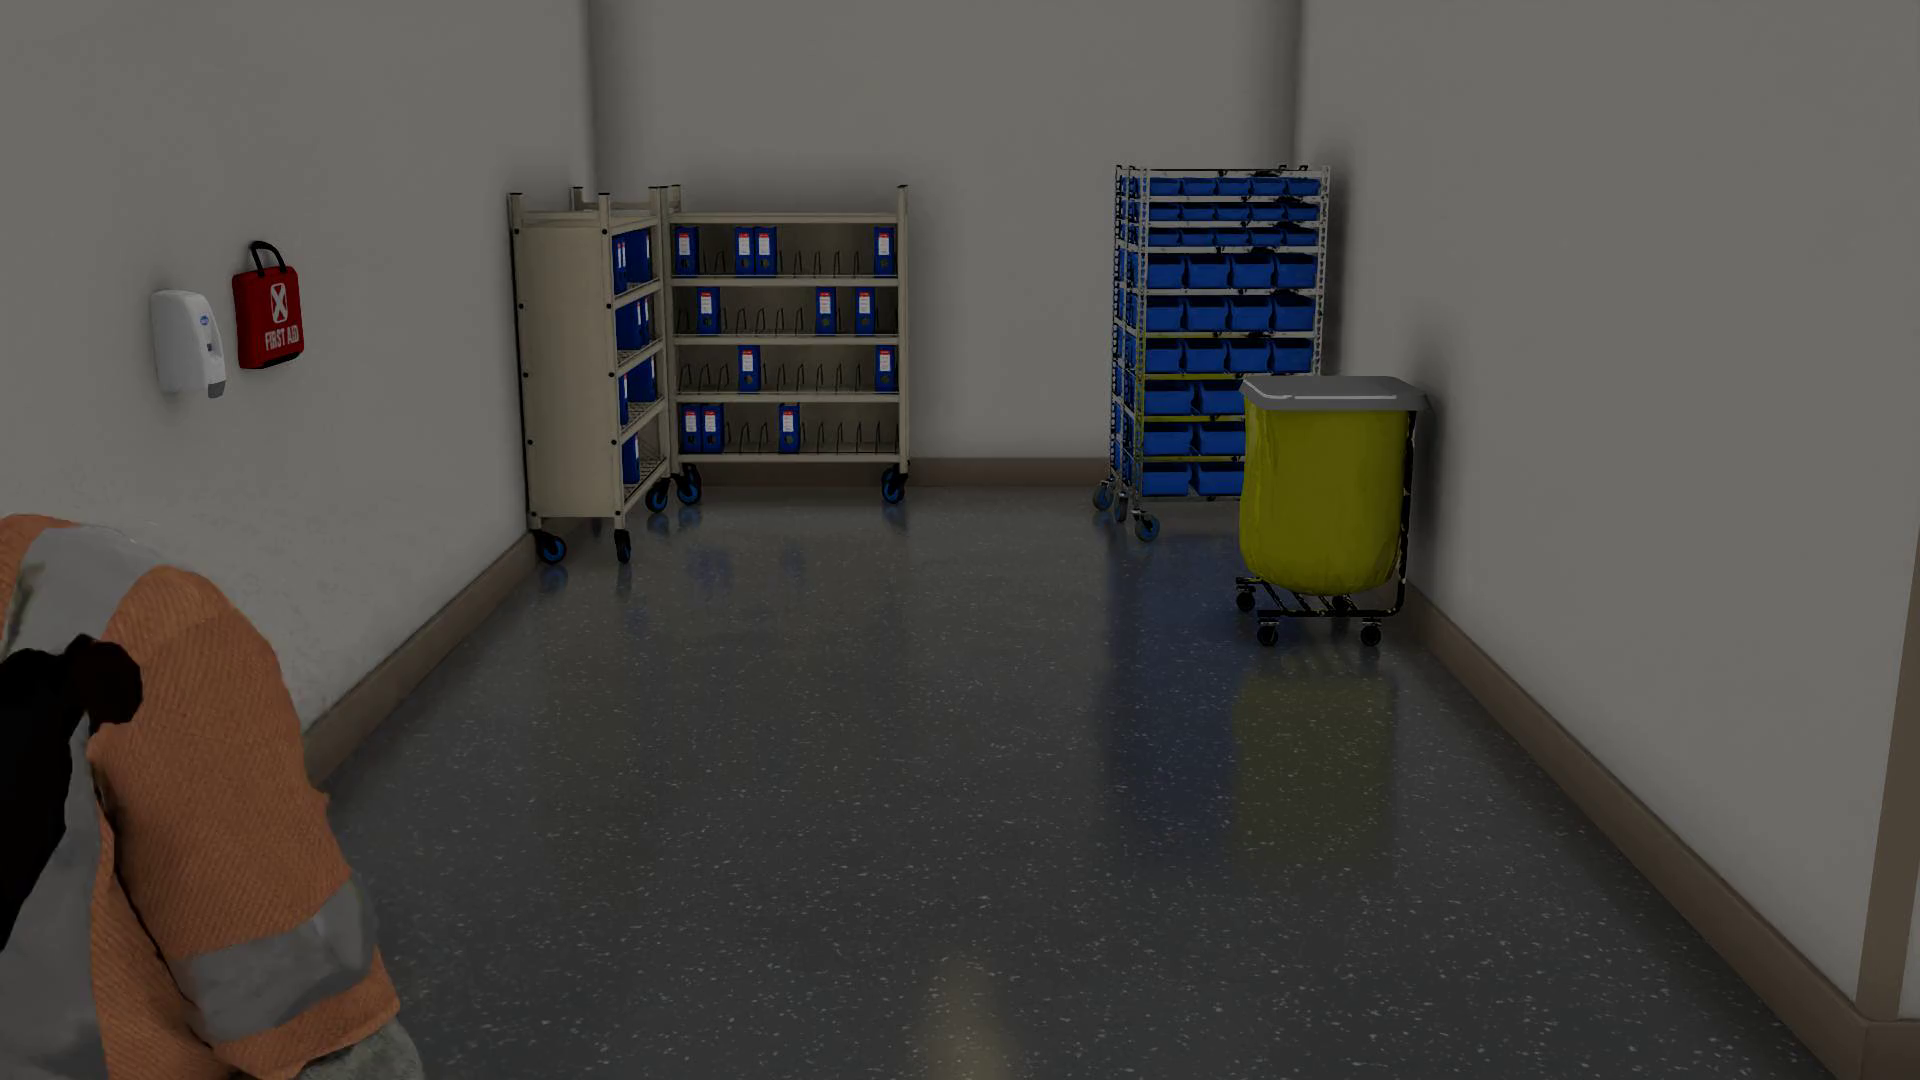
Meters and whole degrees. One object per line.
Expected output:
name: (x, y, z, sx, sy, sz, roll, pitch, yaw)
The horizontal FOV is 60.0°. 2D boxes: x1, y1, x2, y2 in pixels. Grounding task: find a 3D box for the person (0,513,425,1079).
person: (-0.644, 0.639, 1.217, 0.725, 1.879, 0.390, 2, 13, 10)
